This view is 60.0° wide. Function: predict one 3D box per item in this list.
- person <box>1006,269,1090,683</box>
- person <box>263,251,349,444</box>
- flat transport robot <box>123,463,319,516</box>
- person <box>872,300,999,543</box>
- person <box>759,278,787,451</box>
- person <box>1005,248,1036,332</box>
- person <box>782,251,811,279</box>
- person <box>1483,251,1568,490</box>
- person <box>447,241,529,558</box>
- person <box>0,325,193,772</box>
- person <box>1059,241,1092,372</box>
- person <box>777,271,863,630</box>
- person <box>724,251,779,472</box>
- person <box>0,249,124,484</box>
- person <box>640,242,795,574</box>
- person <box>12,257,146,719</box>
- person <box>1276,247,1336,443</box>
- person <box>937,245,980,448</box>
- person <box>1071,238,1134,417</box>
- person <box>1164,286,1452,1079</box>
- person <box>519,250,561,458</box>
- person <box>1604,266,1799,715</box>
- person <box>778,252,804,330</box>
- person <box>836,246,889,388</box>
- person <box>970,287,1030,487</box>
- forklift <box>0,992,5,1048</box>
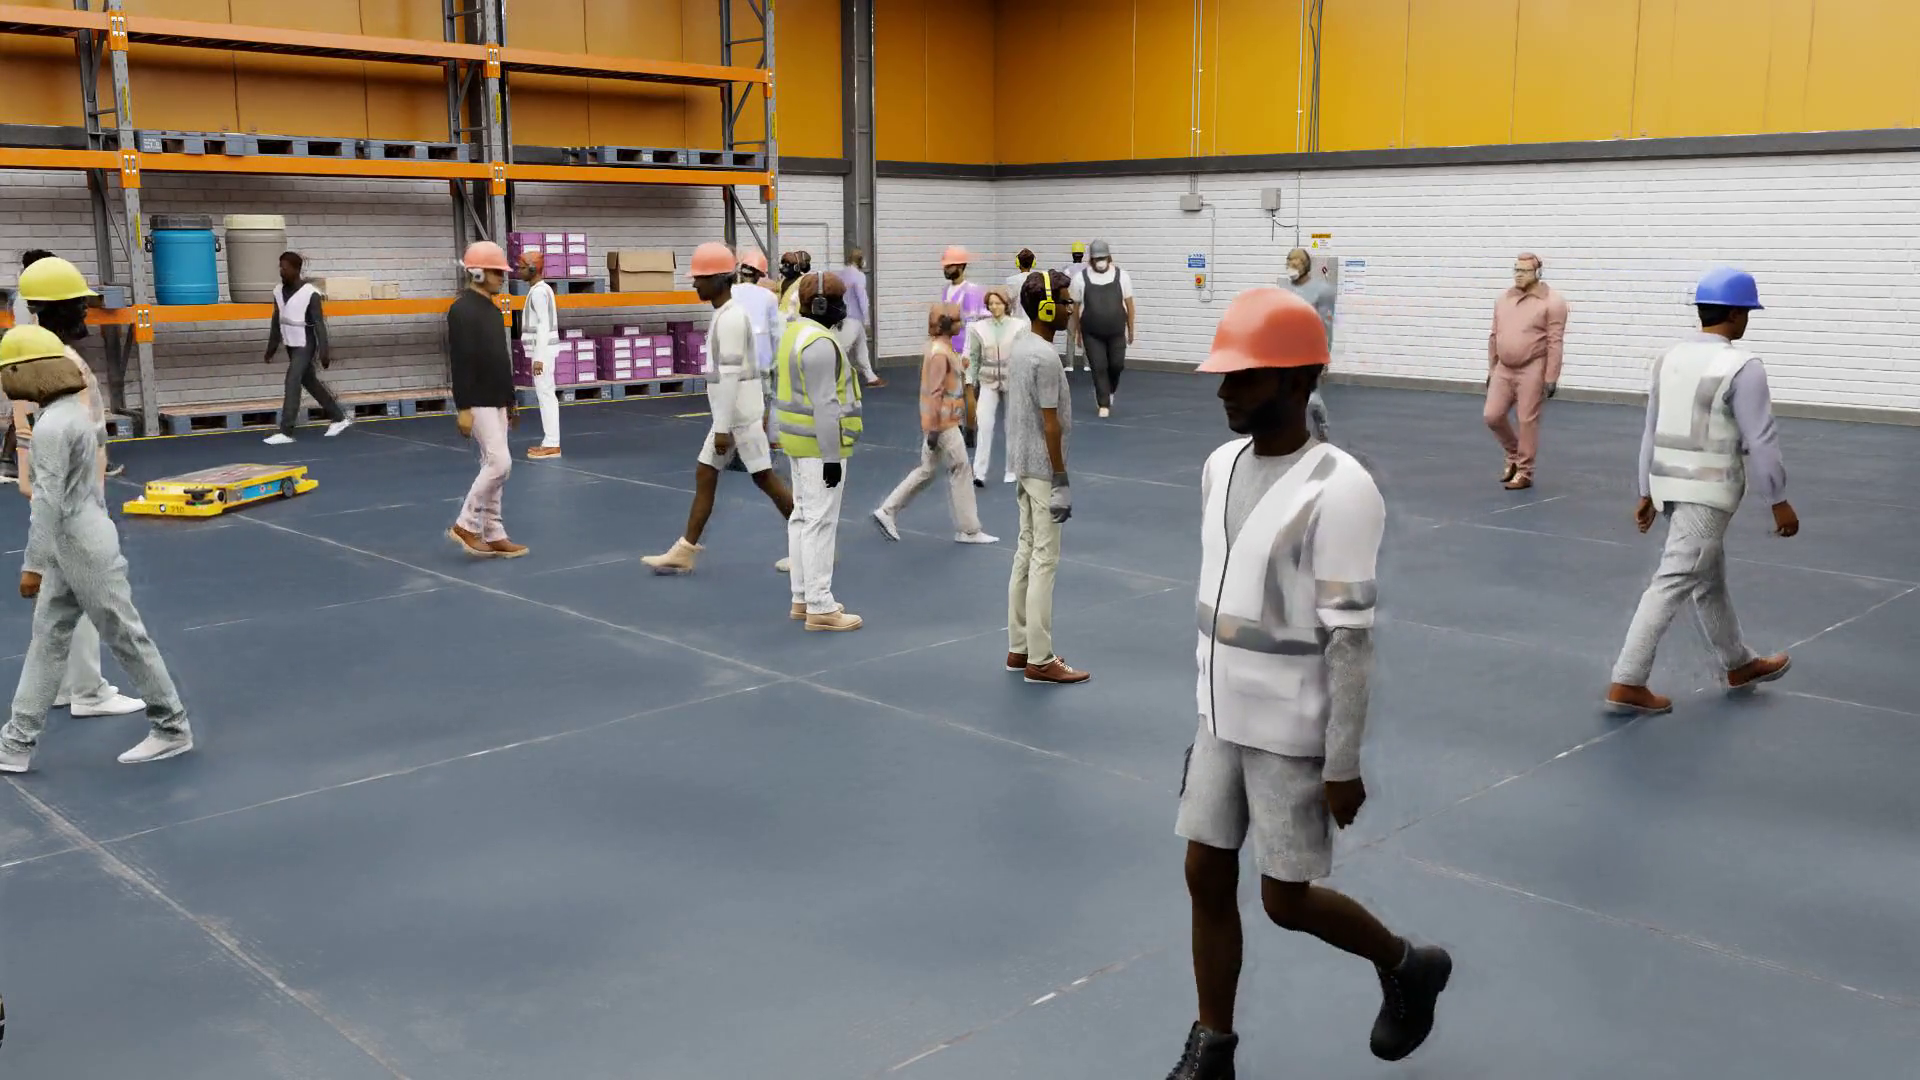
[{"bbox_3d":[0.387,-0.285,7.565,0.328,1.872,0.513,-3,11,-17],"label":"person"},{"bbox_3d":[-6.489,-1.913,16.454,0.588,1.875,1.025,7,13,35],"label":"person"},{"bbox_3d":[-5.538,-0.395,12.527,0.652,0.197,1.431,2,11,11],"label":"flat transport robot"},{"bbox_3d":[-0.173,-0.767,10.900,0.793,1.611,0.509,-1,10,-3],"label":"person"},{"bbox_3d":[-1.835,-1.624,15.534,0.510,1.621,0.485,7,12,32],"label":"person"},{"bbox_3d":[0.763,-2.489,19.580,0.521,1.873,0.336,-2,11,-11],"label":"person"},{"bbox_3d":[-1.987,-2.671,20.691,0.431,1.836,0.618,-7,12,-33],"label":"person"},{"bbox_3d":[4.460,-1.337,13.229,0.424,1.890,0.669,-8,13,-39],"label":"person"},{"bbox_3d":[-2.937,-0.855,10.349,0.420,1.981,0.650,1,10,5],"label":"person"},{"bbox_3d":[-3.367,0.048,6.226,0.852,1.681,0.496,-5,12,-26],"label":"person"},{"bbox_3d":[1.741,-3.449,24.663,0.585,1.928,0.365,-1,10,-6],"label":"person"},{"bbox_3d":[-0.717,-0.460,8.599,0.429,1.841,0.633,-3,11,-18],"label":"person"},{"bbox_3d":[-1.852,-1.564,14.500,0.586,1.877,0.742,-5,12,-28],"label":"person"},{"bbox_3d":[-7.517,-1.422,13.652,0.620,1.916,0.997,8,13,36],"label":"person"},{"bbox_3d":[-1.321,-0.762,9.862,1.095,1.989,0.624,-2,11,-12],"label":"person"},{"bbox_3d":[-3.742,-0.211,6.998,0.590,1.930,0.359,9,14,42],"label":"person"},{"bbox_3d":[3.024,-1.626,14.730,0.635,1.922,0.756,7,13,35],"label":"person"},{"bbox_3d":[-0.104,-1.800,15.679,0.649,1.919,0.570,-8,13,-36],"label":"person"},{"bbox_3d":[1.602,-2.417,18.722,0.701,2.000,0.786,0,10,1],"label":"person"},{"bbox_3d":[0.770,0.385,3.789,0.756,1.919,0.546,-5,12,-26],"label":"person"},{"bbox_3d":[-3.823,-1.687,15.167,0.337,1.882,0.585,-2,11,-10],"label":"person"},{"bbox_3d":[3.193,-0.200,7.048,1.016,1.889,0.627,-2,11,-10],"label":"person"},{"bbox_3d":[-1.823,-2.192,18.037,0.429,1.846,0.627,-10,14,-43],"label":"person"},{"bbox_3d":[-1.439,-2.891,21.773,1.054,1.883,0.635,-5,12,-26],"label":"person"},{"bbox_3d":[0.323,-1.213,13.363,0.524,1.597,0.825,2,11,10],"label":"person"},{"bbox_3d":[-3.245,0.323,3.363,2.313,2.155,1.214,2,11,13],"label":"forklift"}]
